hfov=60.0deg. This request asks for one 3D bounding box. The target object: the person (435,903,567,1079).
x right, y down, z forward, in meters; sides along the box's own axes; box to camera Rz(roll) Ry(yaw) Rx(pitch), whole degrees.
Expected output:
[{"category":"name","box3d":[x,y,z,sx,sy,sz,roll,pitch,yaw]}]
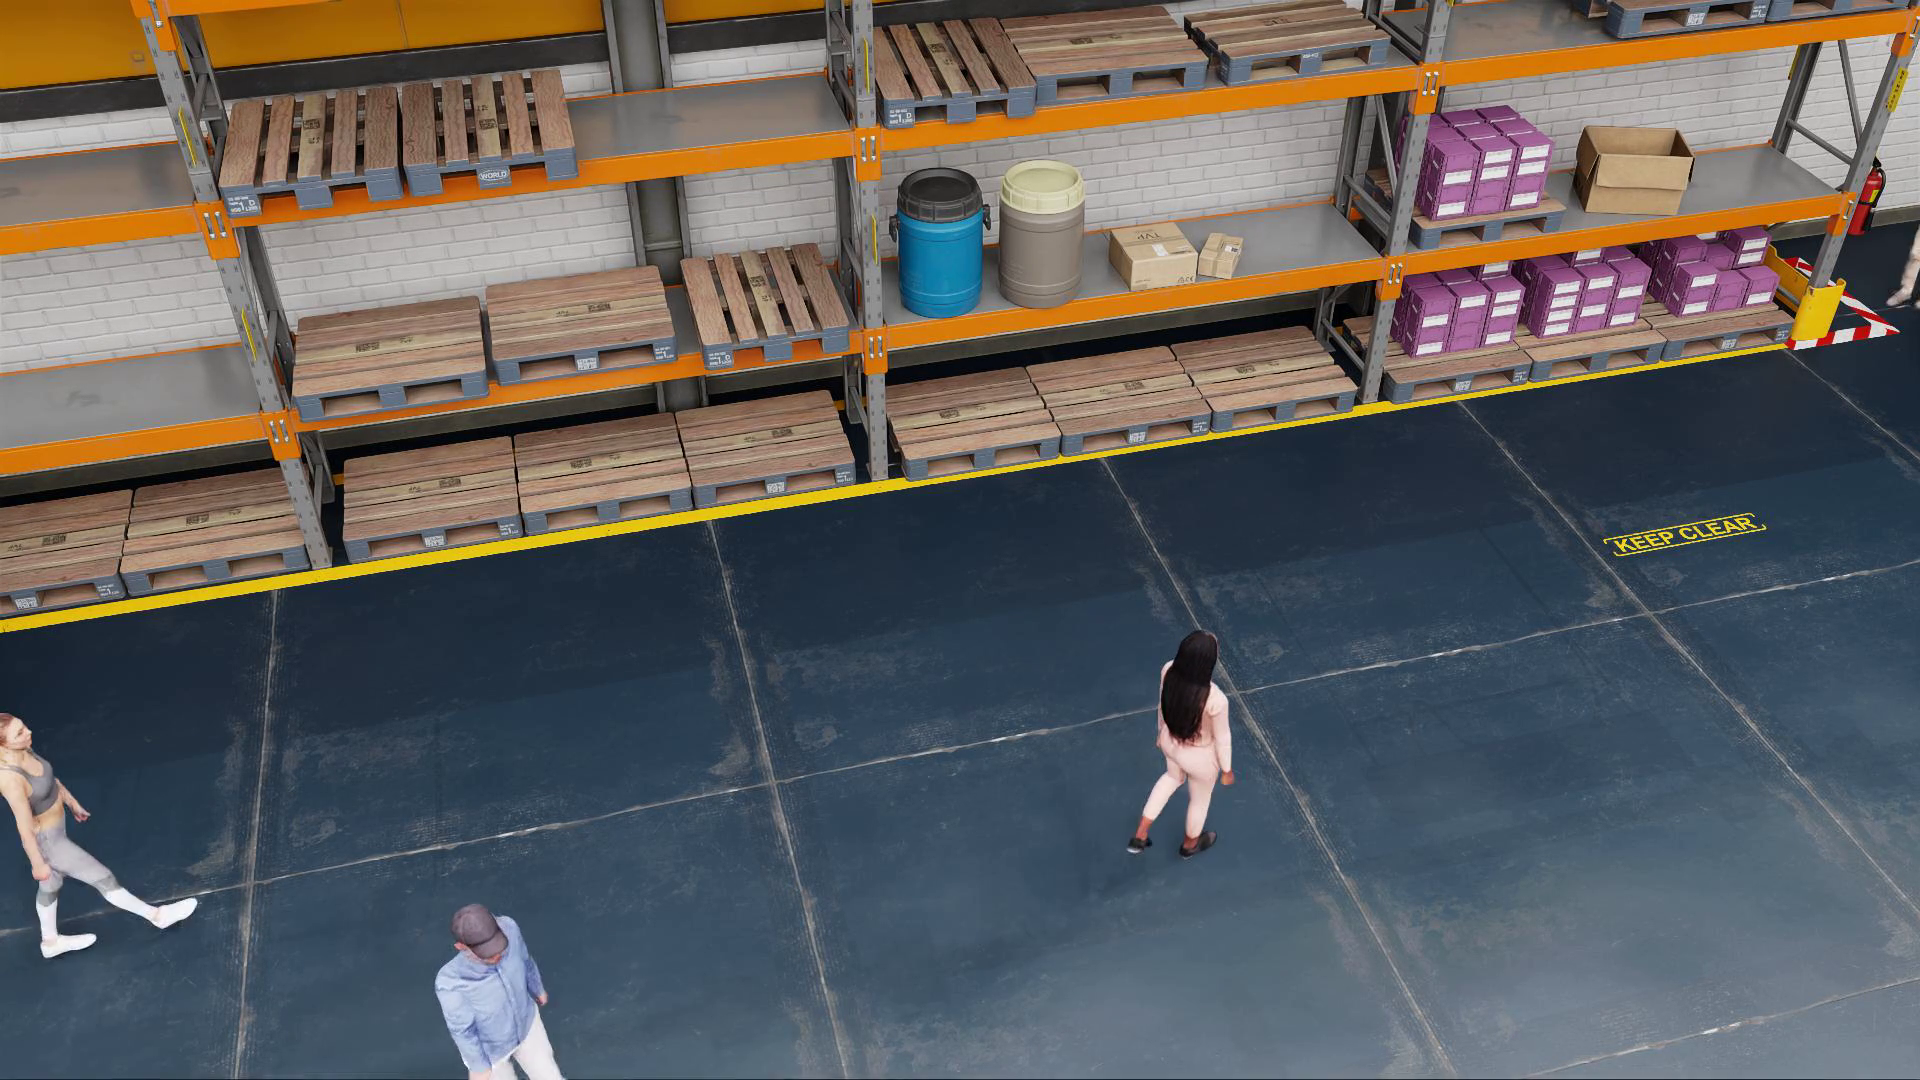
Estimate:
[{"category":"person","box3d":[-2.164,2.224,7.609,1.151,1.850,1.092,17,42,20]}]

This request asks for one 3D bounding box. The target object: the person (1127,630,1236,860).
[{"category":"person","box3d":[1.205,1.182,9.025,0.932,1.711,0.814,-25,45,-28]}]

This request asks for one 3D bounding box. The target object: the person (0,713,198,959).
[{"category":"person","box3d":[-4.781,1.567,8.577,1.077,1.669,0.700,-15,41,-18]}]
